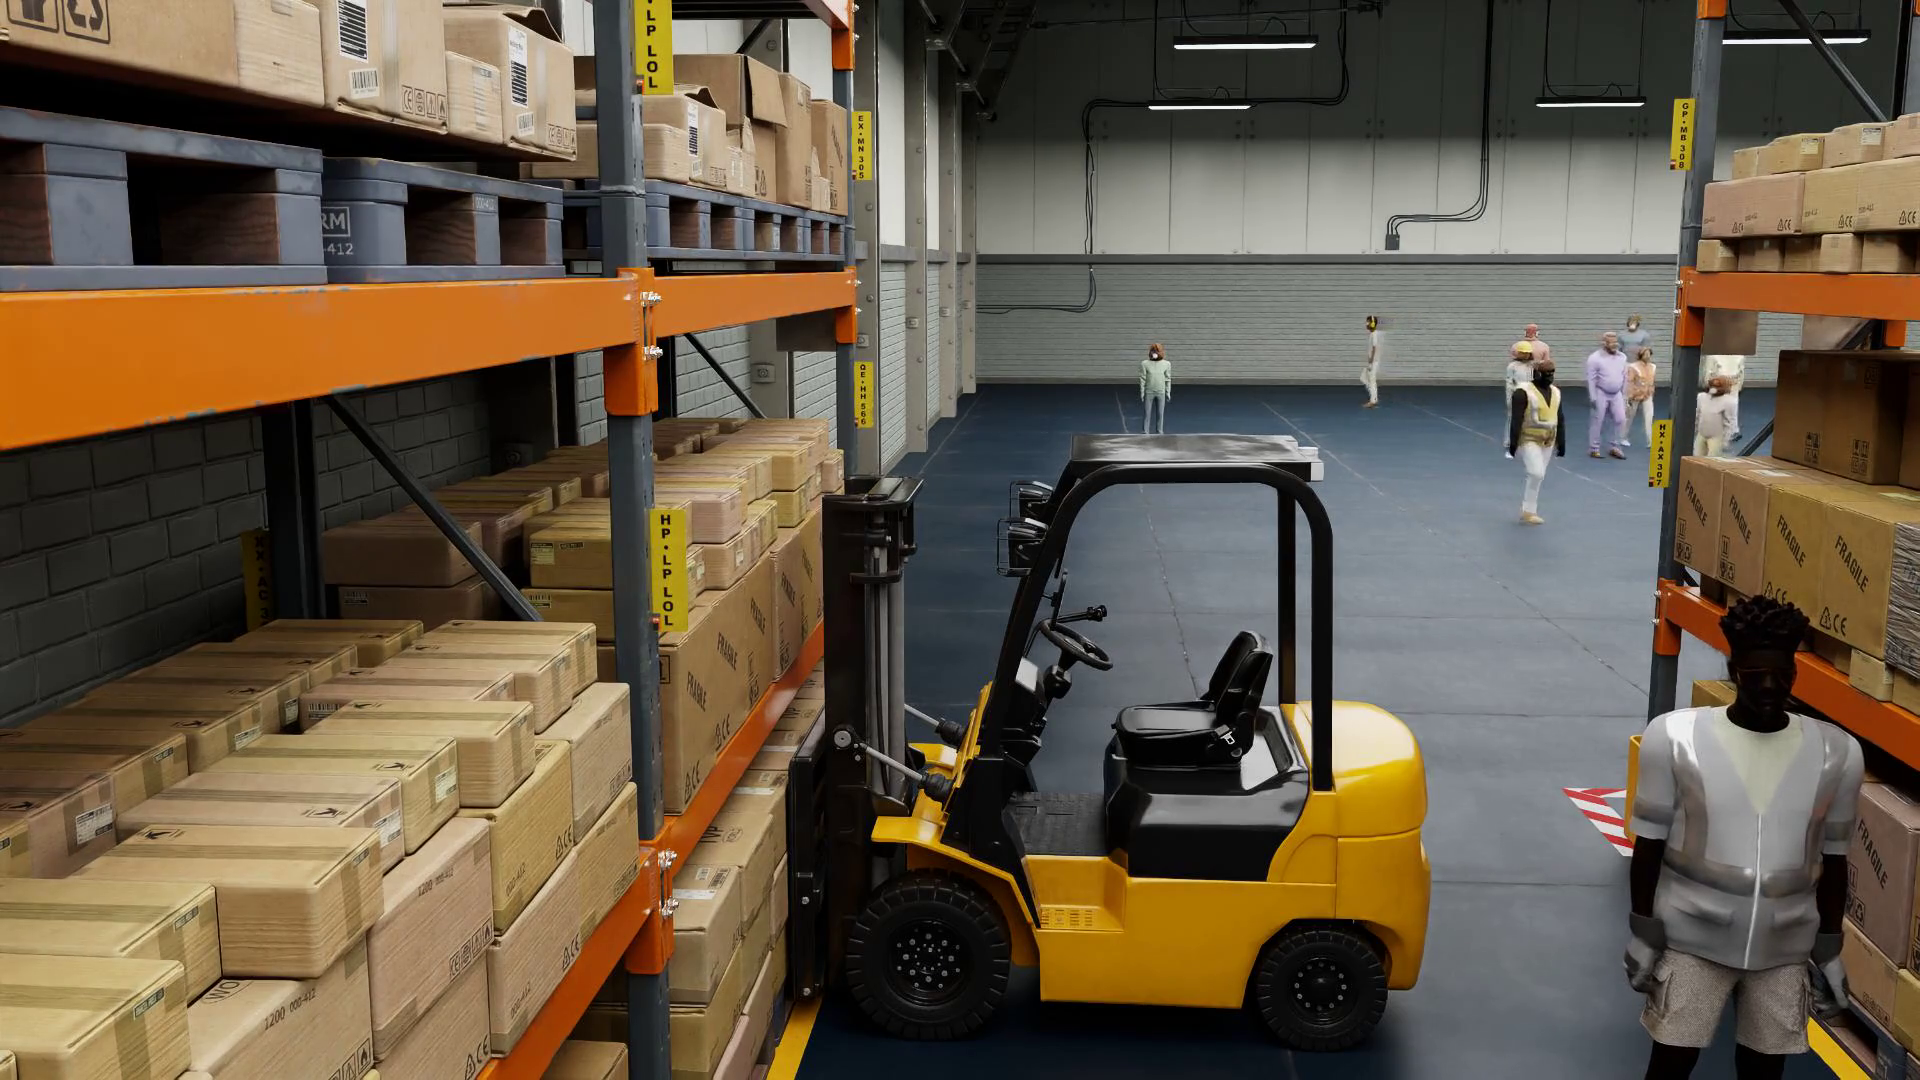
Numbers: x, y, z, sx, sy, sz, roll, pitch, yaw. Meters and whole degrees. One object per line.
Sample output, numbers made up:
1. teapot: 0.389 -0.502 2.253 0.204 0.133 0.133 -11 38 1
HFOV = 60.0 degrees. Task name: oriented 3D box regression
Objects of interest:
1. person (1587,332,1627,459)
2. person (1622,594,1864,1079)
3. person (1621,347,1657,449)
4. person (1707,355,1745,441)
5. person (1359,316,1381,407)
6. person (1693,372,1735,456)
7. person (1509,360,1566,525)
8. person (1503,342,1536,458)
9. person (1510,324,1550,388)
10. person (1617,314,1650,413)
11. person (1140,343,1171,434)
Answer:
1. person: 9.606 -2.118 24.581 0.657 1.879 0.735 -2 10 -10
2. person: 2.194 1.116 4.703 0.600 1.967 0.368 2 10 12
3. person: 10.696 -2.238 26.160 0.535 1.591 0.878 -2 10 -11
4. person: 12.521 -2.500 27.138 0.605 1.788 0.914 1 9 7
5. person: 8.281 -3.593 33.569 0.397 1.854 0.558 1 9 6
6. person: 8.918 -1.201 19.783 0.389 1.609 0.573 -6 11 -32
7. person: 6.416 -1.066 18.343 0.667 1.822 0.556 -5 10 -26
8. person: 8.364 -2.072 24.726 0.529 1.734 0.378 -1 9 -8
9. person: 9.401 -2.605 27.434 0.639 1.909 0.409 5 11 29
10. person: 13.050 -3.420 32.336 0.638 1.926 0.515 6 11 33
11. person: 3.117 -2.328 26.576 0.498 1.633 0.280 0 9 -1
